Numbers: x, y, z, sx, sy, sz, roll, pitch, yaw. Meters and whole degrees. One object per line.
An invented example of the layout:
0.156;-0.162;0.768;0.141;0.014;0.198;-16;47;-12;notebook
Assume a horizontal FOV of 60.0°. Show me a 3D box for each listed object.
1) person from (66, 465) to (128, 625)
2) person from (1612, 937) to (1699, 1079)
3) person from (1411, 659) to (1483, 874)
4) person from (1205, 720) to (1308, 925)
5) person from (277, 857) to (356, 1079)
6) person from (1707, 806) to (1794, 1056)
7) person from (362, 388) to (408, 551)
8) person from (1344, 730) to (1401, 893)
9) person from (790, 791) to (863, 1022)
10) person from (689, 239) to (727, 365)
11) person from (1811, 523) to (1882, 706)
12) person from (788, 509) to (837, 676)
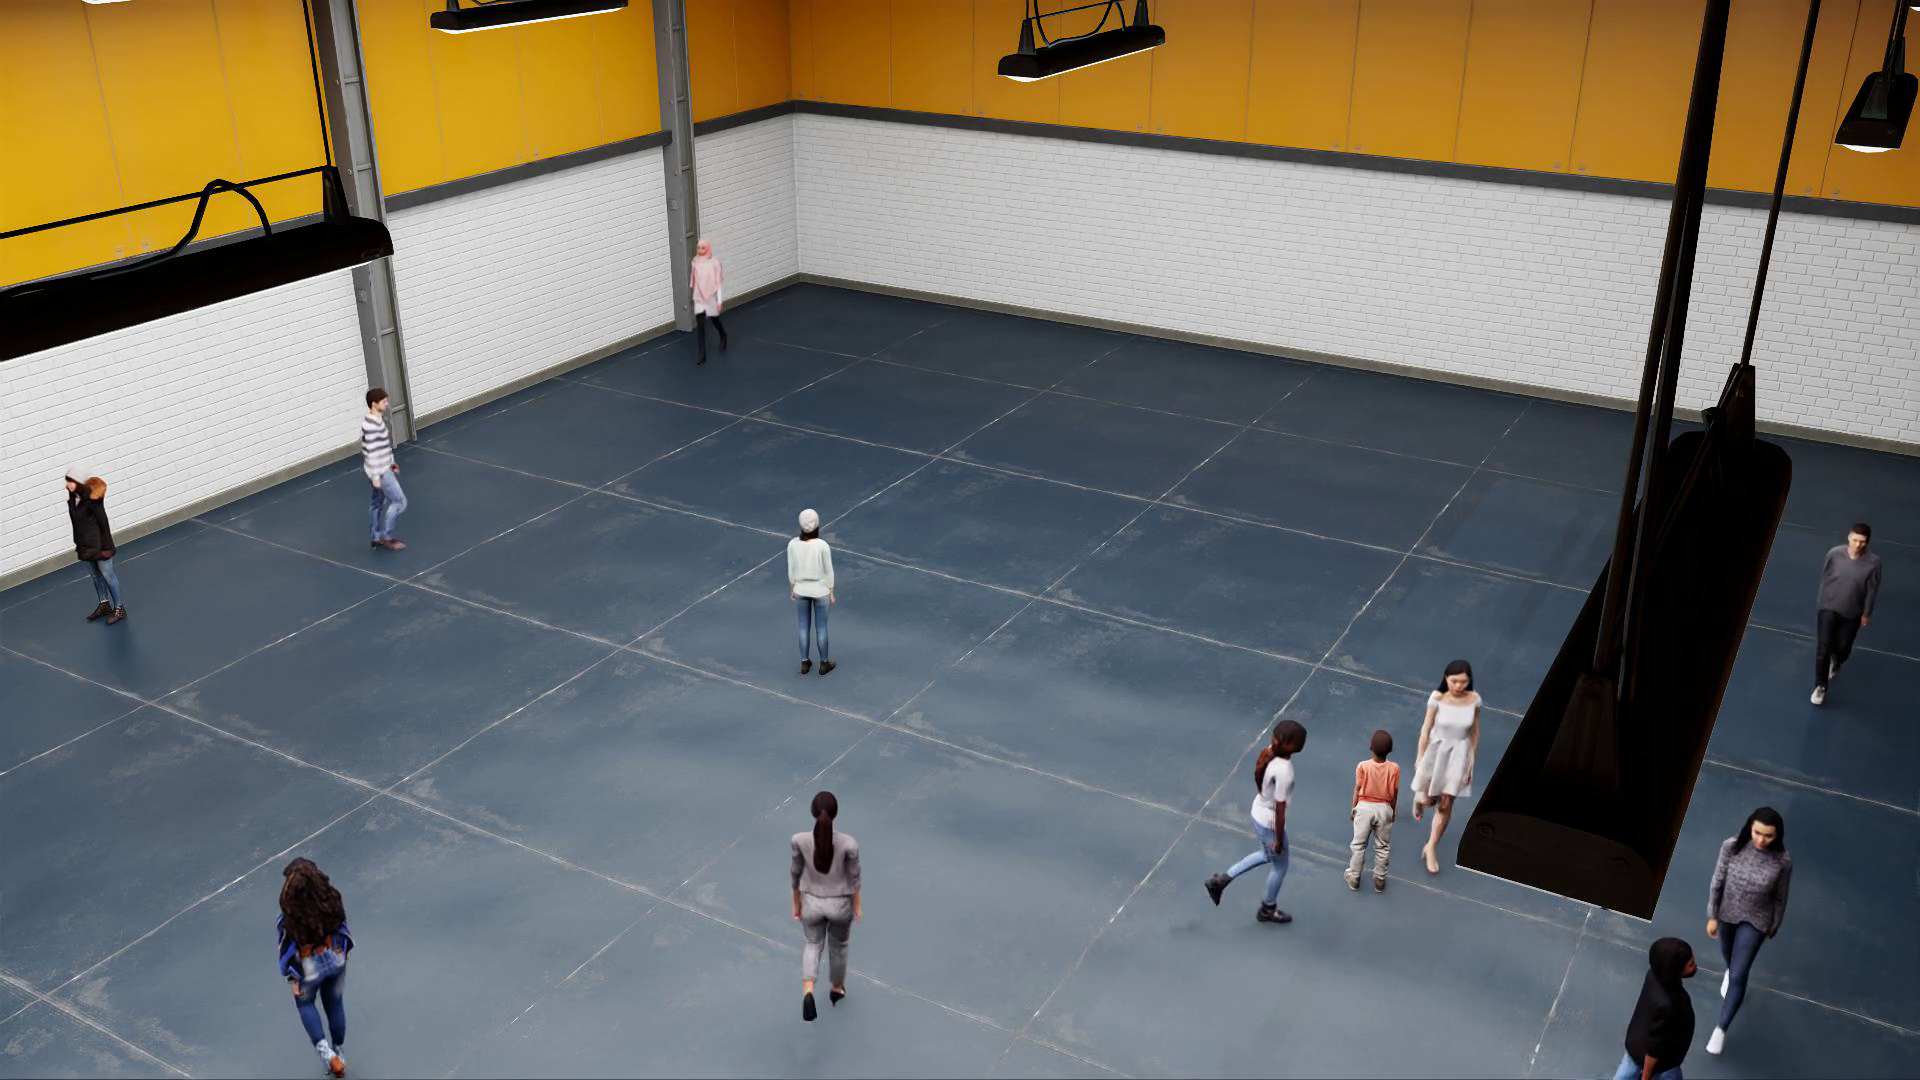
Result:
-8.528;0.026;16.379;0.641;1.636;0.618;11;26;23;person
3.879;2.986;9.572;0.925;1.665;1.105;2;24;5;person
3.640;1.645;12.525;0.847;1.757;0.997;1;24;3;person
2.122;2.010;11.761;0.950;1.699;0.948;-2;24;-4;person
-3.953;2.688;10.322;0.707;1.610;0.791;-17;29;-34;person
5.119;2.420;10.842;0.692;1.686;1.165;16;28;33;person
-6.341;-0.737;17.884;0.884;1.829;0.827;-9;25;-19;person
3.059;1.999;12.277;0.531;1.307;0.551;3;24;7;person
-0.887;2.441;10.825;0.796;1.660;0.946;3;24;8;person
-3.647;-3.510;24.317;0.889;1.758;1.289;5;24;11;person
7.905;0.604;14.933;0.617;1.736;0.872;14;27;29;person
-1.365;0.468;15.359;0.629;1.645;0.608;4;24;9;person
